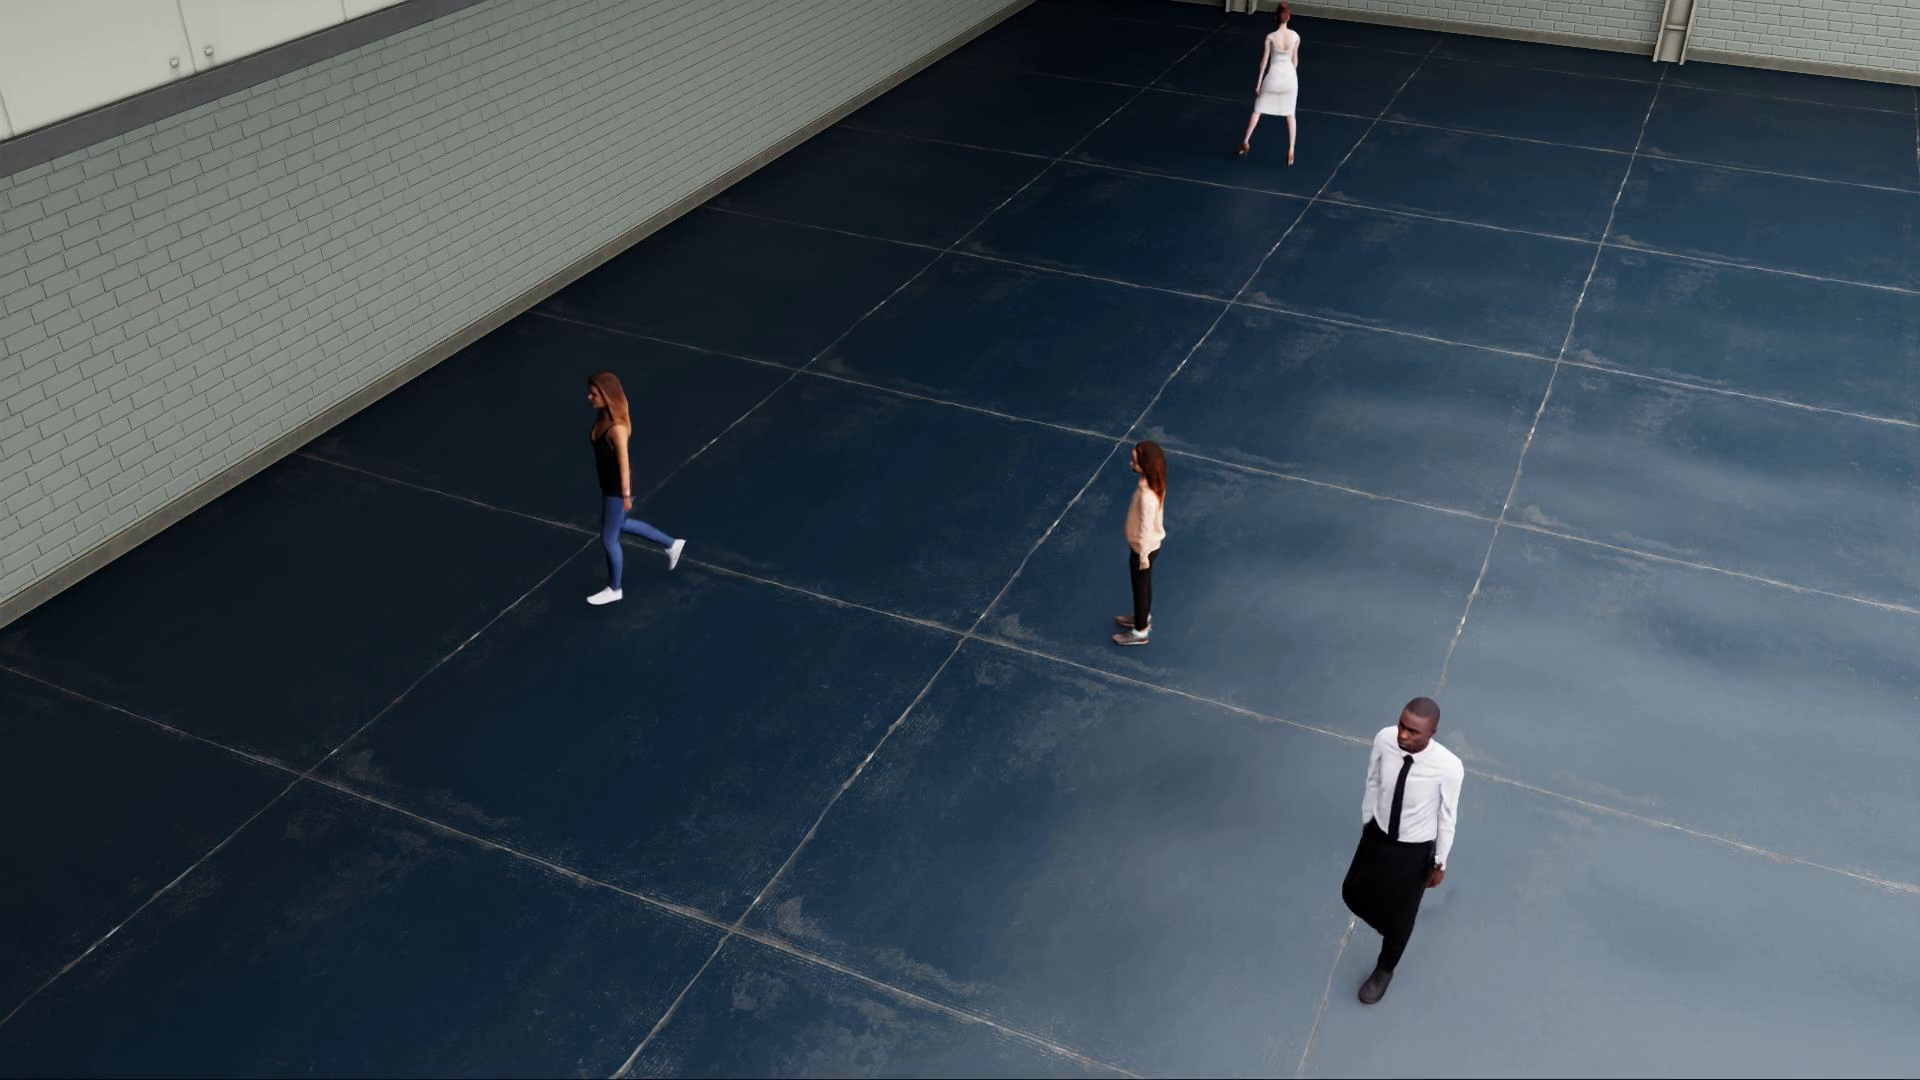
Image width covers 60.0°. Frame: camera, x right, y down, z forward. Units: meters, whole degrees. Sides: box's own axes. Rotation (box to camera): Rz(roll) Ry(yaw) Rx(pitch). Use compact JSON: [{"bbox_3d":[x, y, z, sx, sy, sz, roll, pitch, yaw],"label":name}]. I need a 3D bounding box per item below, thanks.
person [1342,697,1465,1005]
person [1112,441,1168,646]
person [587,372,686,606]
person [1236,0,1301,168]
[{"bbox_3d":[2.235,1.464,8.189,0.870,1.820,0.855,26,40,34],"label":"person"},{"bbox_3d":[1.197,0.011,10.810,0.618,1.481,0.639,4,32,7],"label":"person"},{"bbox_3d":[-2.238,-0.374,11.216,1.023,1.699,0.963,-12,34,-18],"label":"person"},{"bbox_3d":[3.528,-5.080,18.611,0.806,1.767,0.944,0,32,0],"label":"person"}]
